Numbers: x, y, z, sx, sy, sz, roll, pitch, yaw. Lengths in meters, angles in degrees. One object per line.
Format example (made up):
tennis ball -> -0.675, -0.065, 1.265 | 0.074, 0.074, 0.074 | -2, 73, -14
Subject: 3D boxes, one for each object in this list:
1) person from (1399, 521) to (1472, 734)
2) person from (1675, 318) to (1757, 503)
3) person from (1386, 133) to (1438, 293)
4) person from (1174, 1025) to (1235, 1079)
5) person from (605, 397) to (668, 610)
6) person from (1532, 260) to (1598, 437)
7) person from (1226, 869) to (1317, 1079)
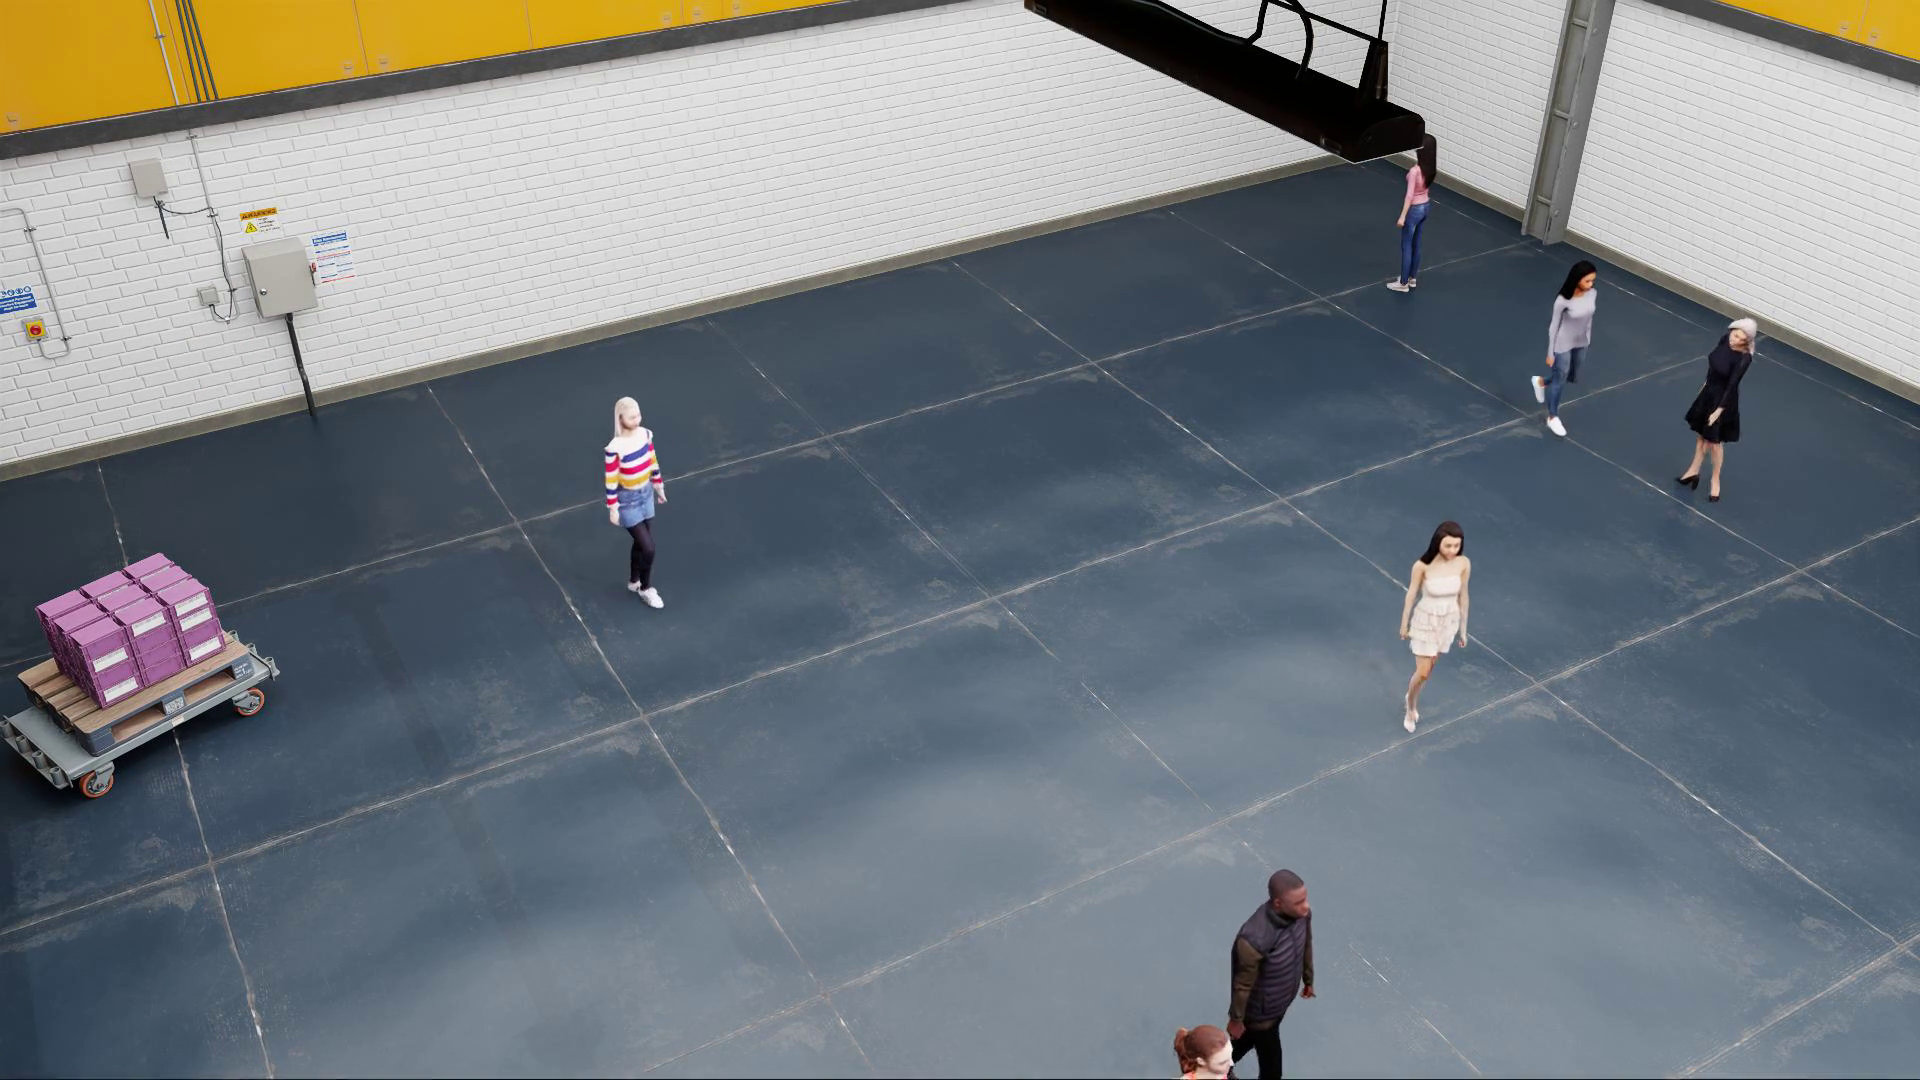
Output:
person -> 3.299, 0.560, 11.698 | 0.676, 1.724, 0.705 | -5, 34, -8
person -> 6.499, -1.192, 14.331 | 0.856, 1.726, 0.720 | 8, 34, 11
person -> 4.873, -3.511, 17.806 | 0.594, 1.743, 0.615 | 29, 43, 36
person -> 1.072, 2.939, 8.120 | 1.132, 1.721, 0.857 | 23, 40, 30
person -> -2.597, -0.318, 12.955 | 0.840, 1.794, 0.808 | 18, 38, 25
person -> 5.511, -1.815, 15.277 | 0.732, 1.718, 0.898 | -16, 37, -22
person -> 1.578, 2.405, 8.843 | 1.105, 1.811, 0.912 | 27, 42, 35
